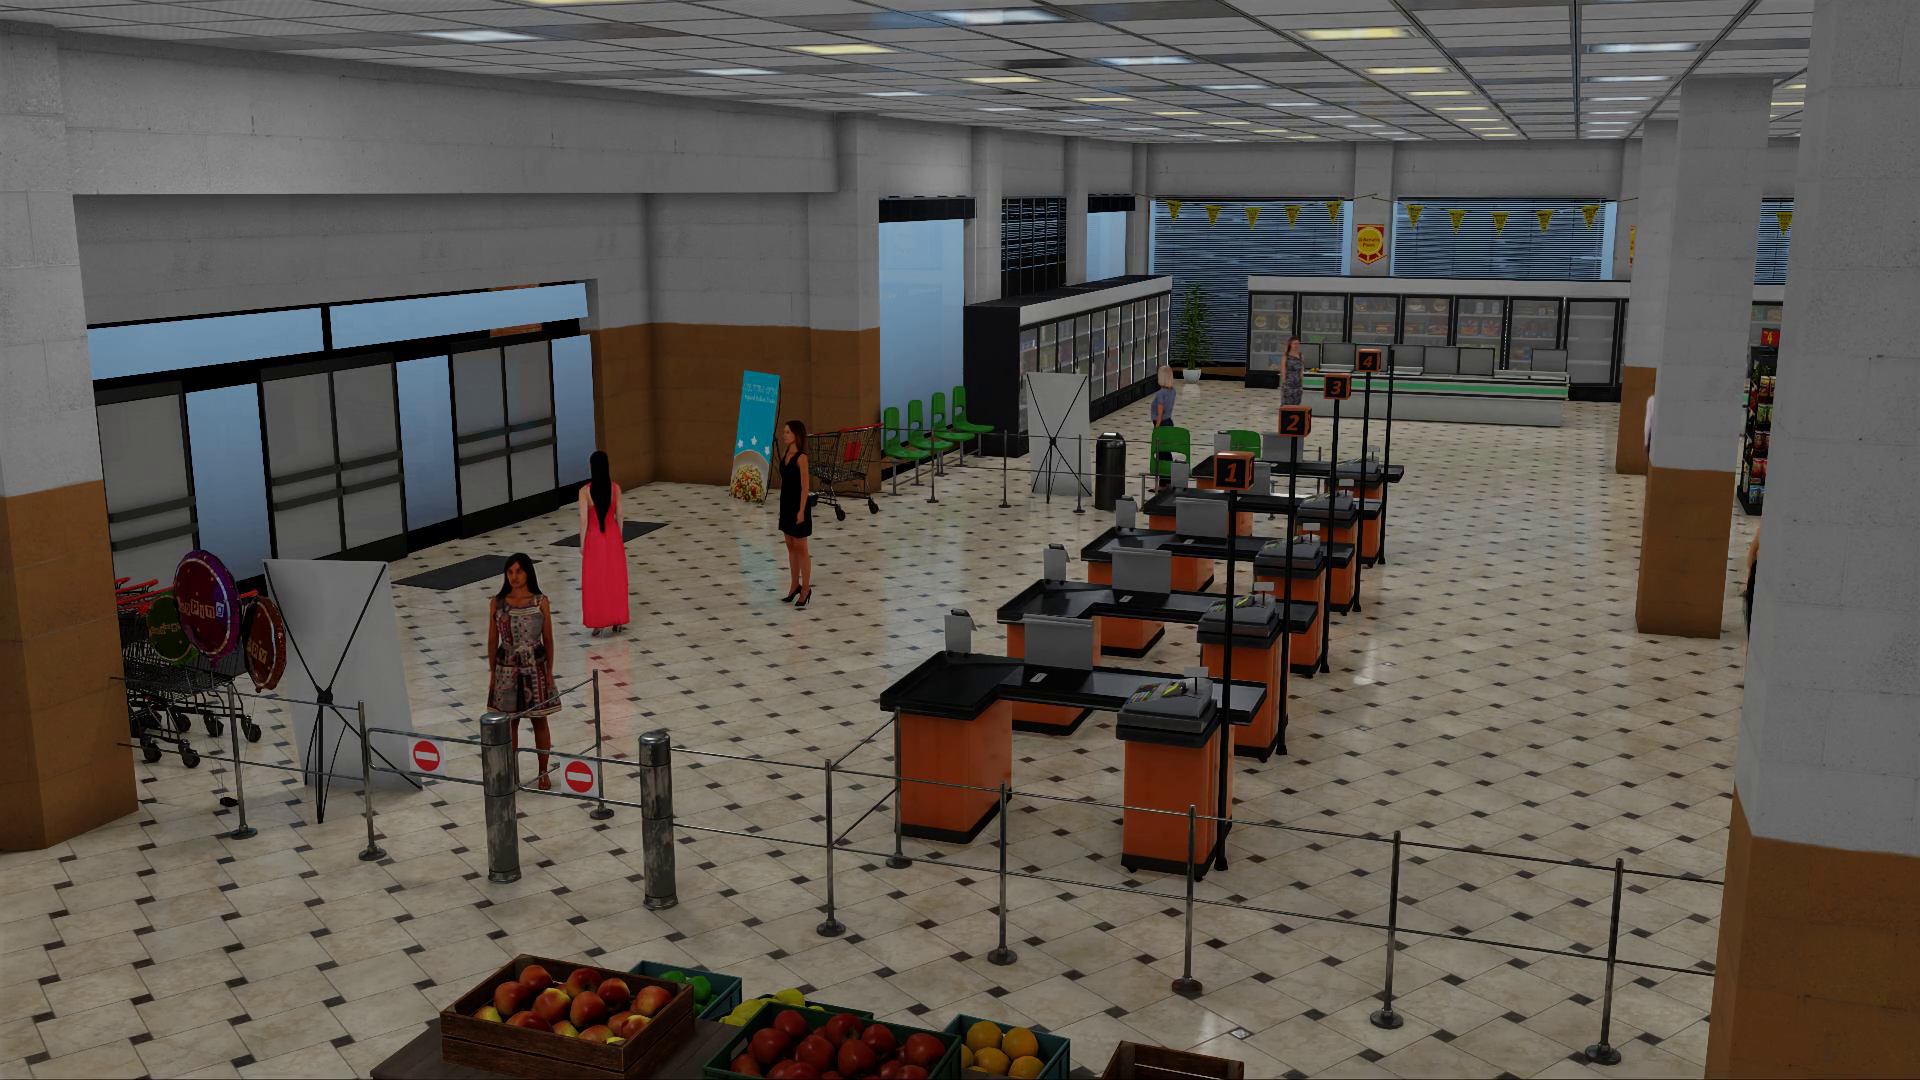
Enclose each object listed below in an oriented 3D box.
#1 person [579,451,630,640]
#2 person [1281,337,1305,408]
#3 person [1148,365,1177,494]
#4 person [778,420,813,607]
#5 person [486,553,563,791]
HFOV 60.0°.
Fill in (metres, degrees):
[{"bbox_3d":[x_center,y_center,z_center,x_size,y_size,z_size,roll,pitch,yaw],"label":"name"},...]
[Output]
[{"bbox_3d":[-3.259,0.036,15.183,0.712,1.728,0.746,-8,14,-34],"label":"person"},{"bbox_3d":[5.413,-2.477,27.182,0.617,1.701,0.690,-4,13,-20],"label":"person"},{"bbox_3d":[2.767,-1.506,22.515,0.567,1.723,0.613,7,14,31],"label":"person"},{"bbox_3d":[-1.617,-0.267,16.357,0.723,1.835,0.626,-9,15,-36],"label":"person"},{"bbox_3d":[-2.976,0.889,11.329,0.640,1.645,0.784,-1,12,-7],"label":"person"}]
